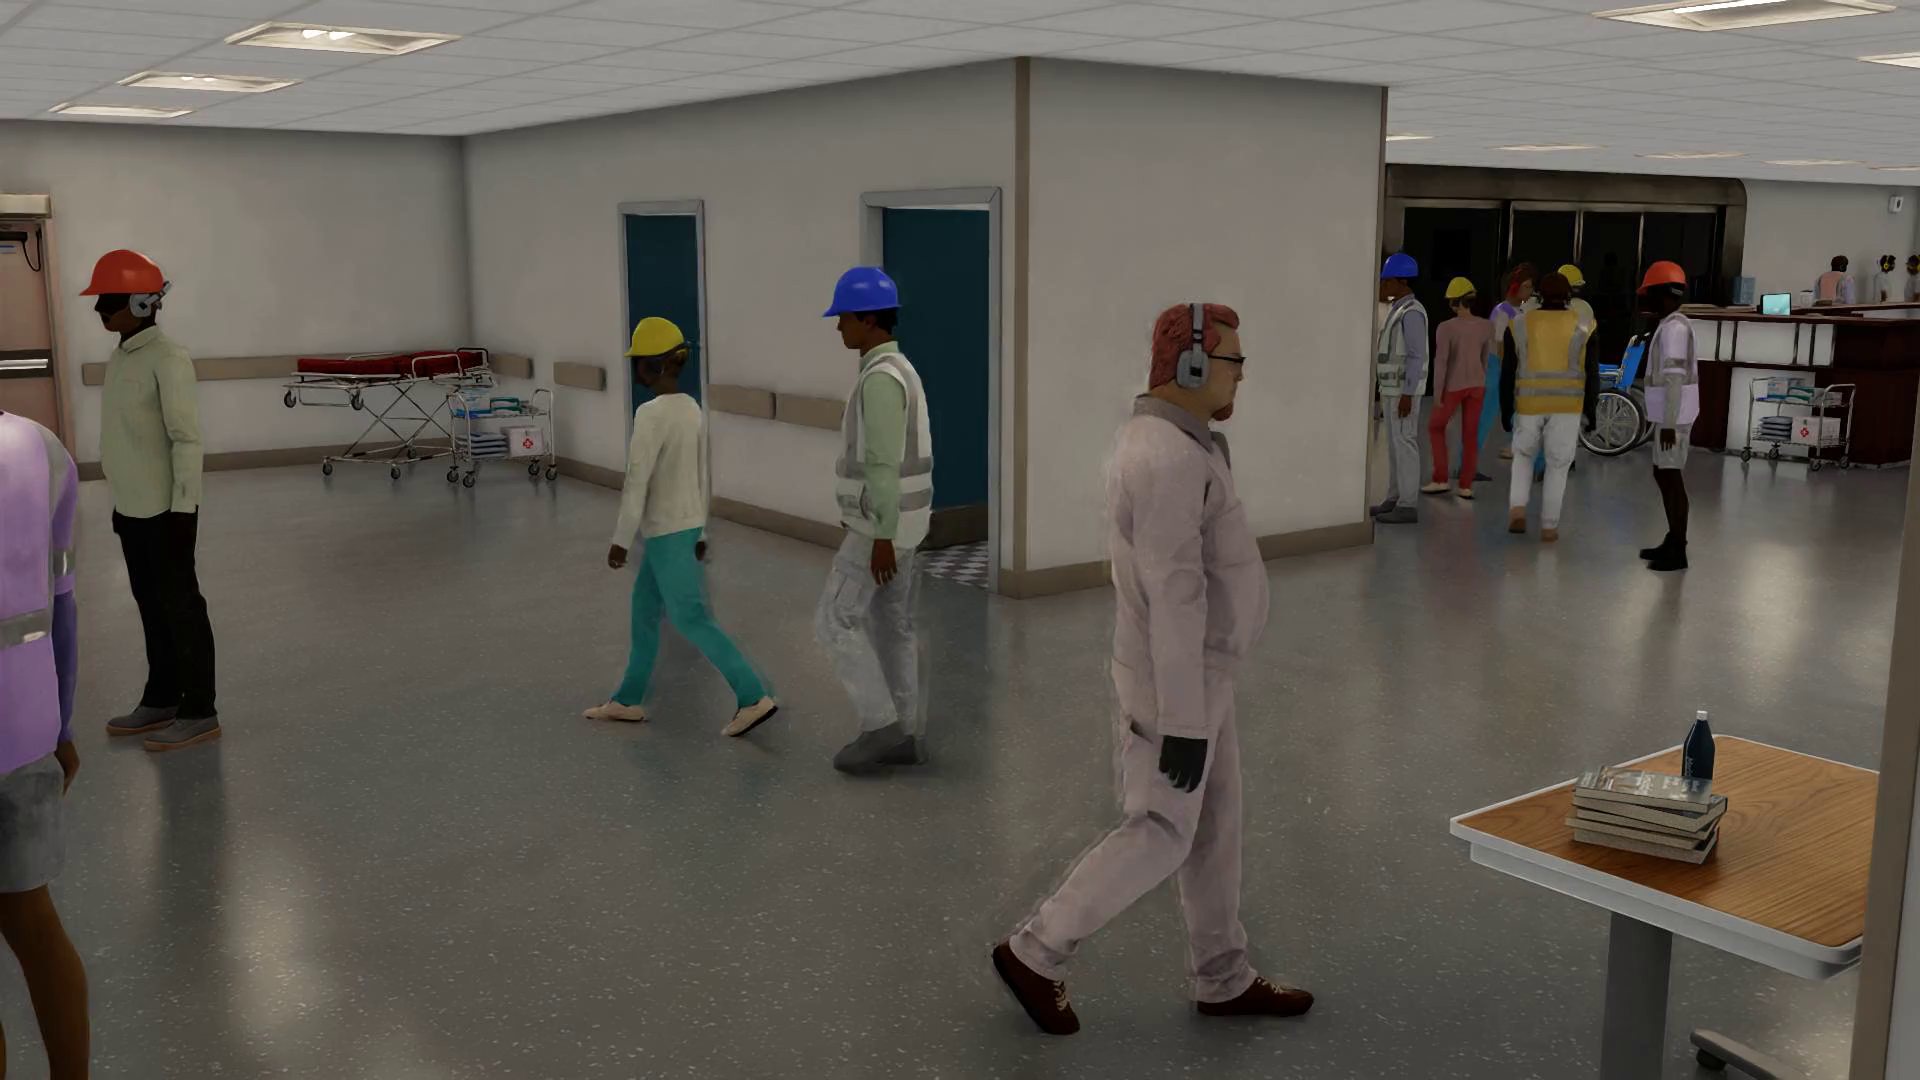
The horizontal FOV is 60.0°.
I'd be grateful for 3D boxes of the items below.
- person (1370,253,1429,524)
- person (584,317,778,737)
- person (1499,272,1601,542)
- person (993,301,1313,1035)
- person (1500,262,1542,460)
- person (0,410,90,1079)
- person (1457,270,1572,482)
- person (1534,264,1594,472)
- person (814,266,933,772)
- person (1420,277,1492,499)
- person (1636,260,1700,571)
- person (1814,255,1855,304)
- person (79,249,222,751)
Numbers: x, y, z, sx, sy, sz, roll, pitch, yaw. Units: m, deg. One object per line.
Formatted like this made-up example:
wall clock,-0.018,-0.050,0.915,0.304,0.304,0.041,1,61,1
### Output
person,3.185,-1.094,12.069,0.399,1.945,0.615,0,10,3
person,-1.156,-0.049,6.835,0.870,1.731,0.531,2,10,9
person,3.996,-0.893,11.289,0.638,1.830,0.438,5,11,25
person,0.515,0.347,4.234,0.708,1.908,0.673,2,10,9
person,5.286,-1.671,15.591,0.331,1.843,0.511,4,11,21
person,-2.063,0.413,3.413,0.403,2.031,0.612,1,10,8
person,4.670,-1.359,13.986,0.960,1.792,0.600,7,12,33
person,5.300,-1.496,14.635,0.403,1.837,0.591,10,14,43
person,-0.348,-0.064,6.341,0.497,1.931,0.648,0,10,3
person,3.959,-1.206,13.252,0.549,1.754,0.496,-3,10,-15
person,4.394,-0.776,10.393,0.422,1.919,0.616,4,11,21
person,13.156,-3.349,25.006,0.429,1.843,0.633,-5,11,-26
person,-3.259,-0.158,6.696,0.622,1.994,0.381,9,13,40
